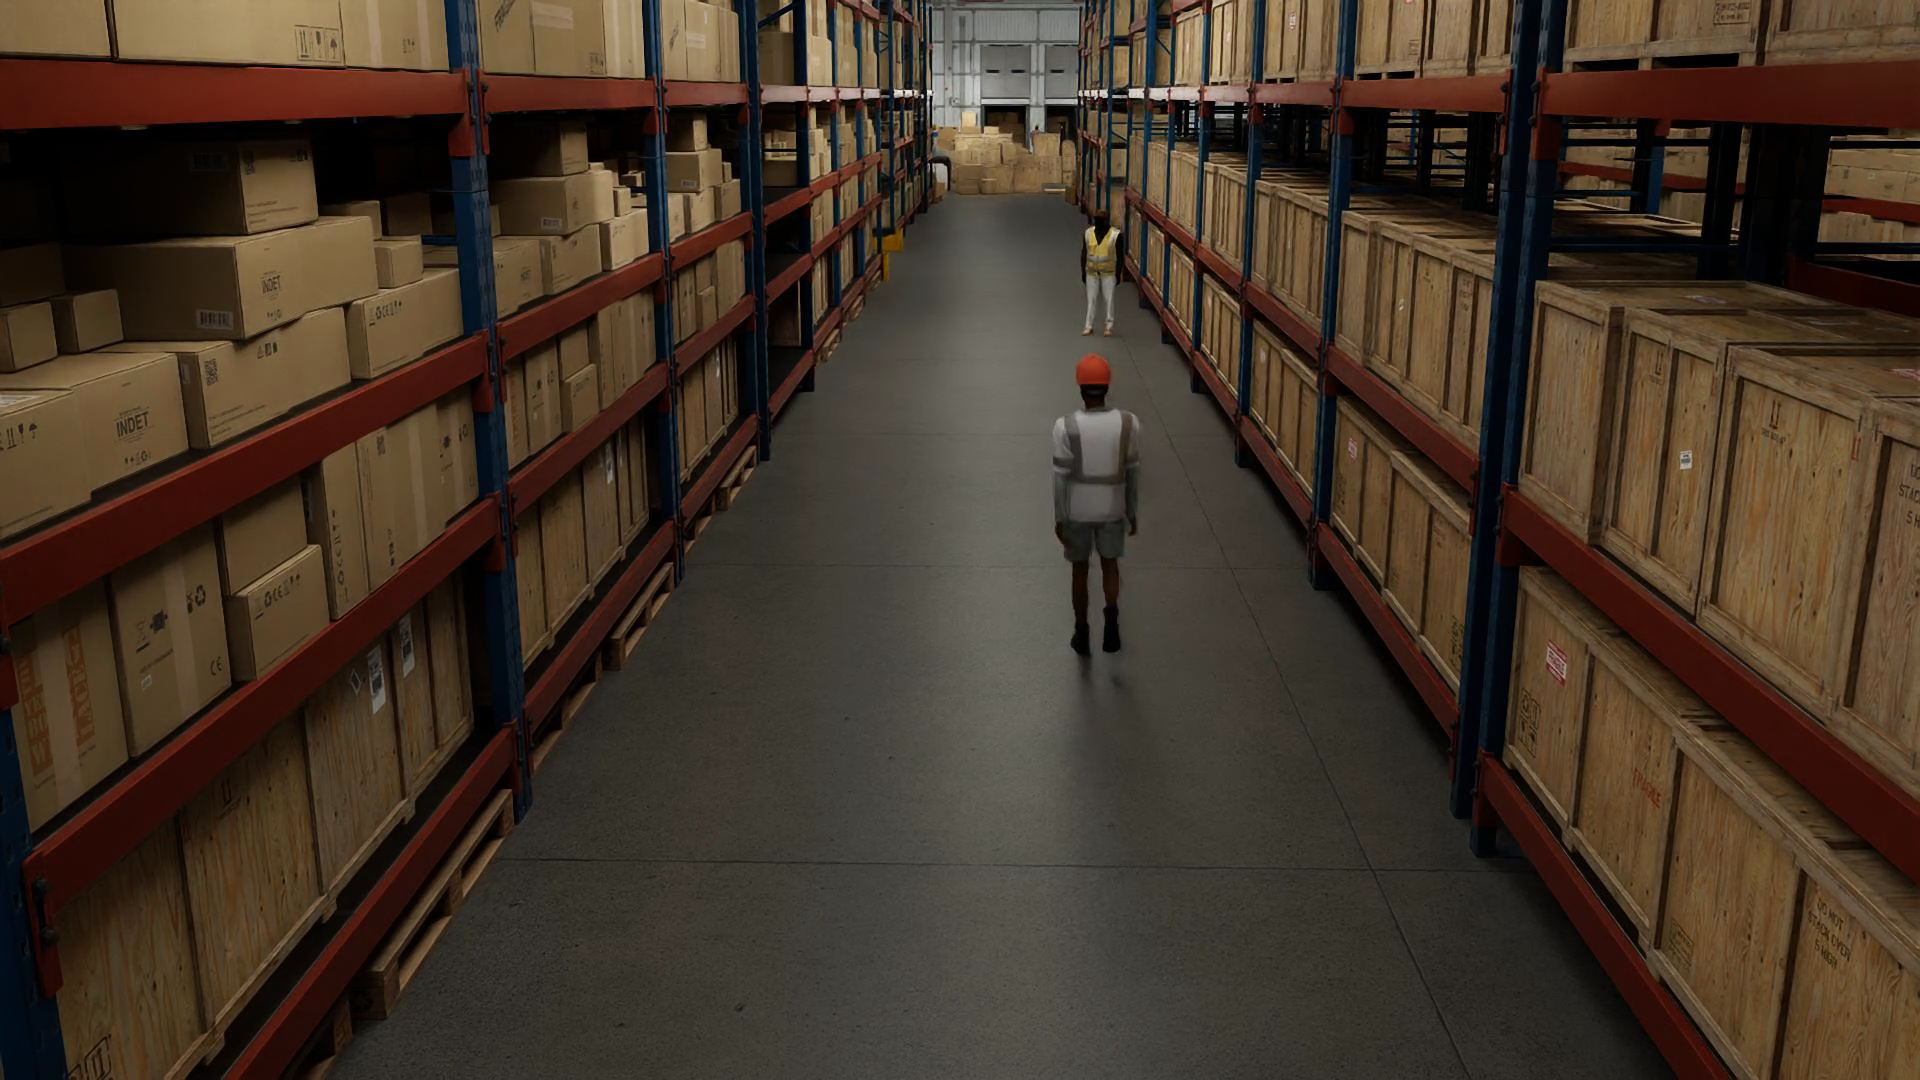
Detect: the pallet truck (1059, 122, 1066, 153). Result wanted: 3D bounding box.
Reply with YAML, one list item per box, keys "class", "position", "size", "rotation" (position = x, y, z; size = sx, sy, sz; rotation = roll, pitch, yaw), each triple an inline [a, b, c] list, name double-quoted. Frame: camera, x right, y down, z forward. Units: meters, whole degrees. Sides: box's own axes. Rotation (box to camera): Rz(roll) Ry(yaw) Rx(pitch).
- class: "pallet truck"
  position: [5.788, -21.111, 88.014]
  size: [1.885, 1.965, 0.823]
  rotation: [5, 16, 18]

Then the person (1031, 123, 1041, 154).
- class: "person"
  position: [4.008, -20.972, 87.653]
  size: [0.587, 1.922, 0.389]
  rotation: [9, 17, 30]

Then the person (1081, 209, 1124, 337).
- class: "person"
  position: [2.058, -3.878, 24.203]
  size: [0.623, 1.838, 0.430]
  rotation: [6, 16, 20]

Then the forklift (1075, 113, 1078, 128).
- class: "forklift"
  position: [5.708, -18.367, 76.128]
  size: [1.129, 2.768, 1.873]
  rotation: [-1, 15, -5]

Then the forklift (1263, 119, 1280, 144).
- class: "forklift"
  position: [7.706, -9.251, 42.212]
  size: [1.129, 2.768, 1.873]
  rotation: [0, 15, 1]

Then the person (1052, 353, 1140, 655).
- class: "person"
  position: [0.847, -0.191, 10.322]
  size: [0.568, 1.920, 0.517]
  rotation: [-2, 15, -7]

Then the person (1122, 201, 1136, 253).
- class: "person"
  position: [3.414, -6.018, 32.150]
  size: [1.043, 1.845, 0.638]
  rotation: [-2, 15, -6]
